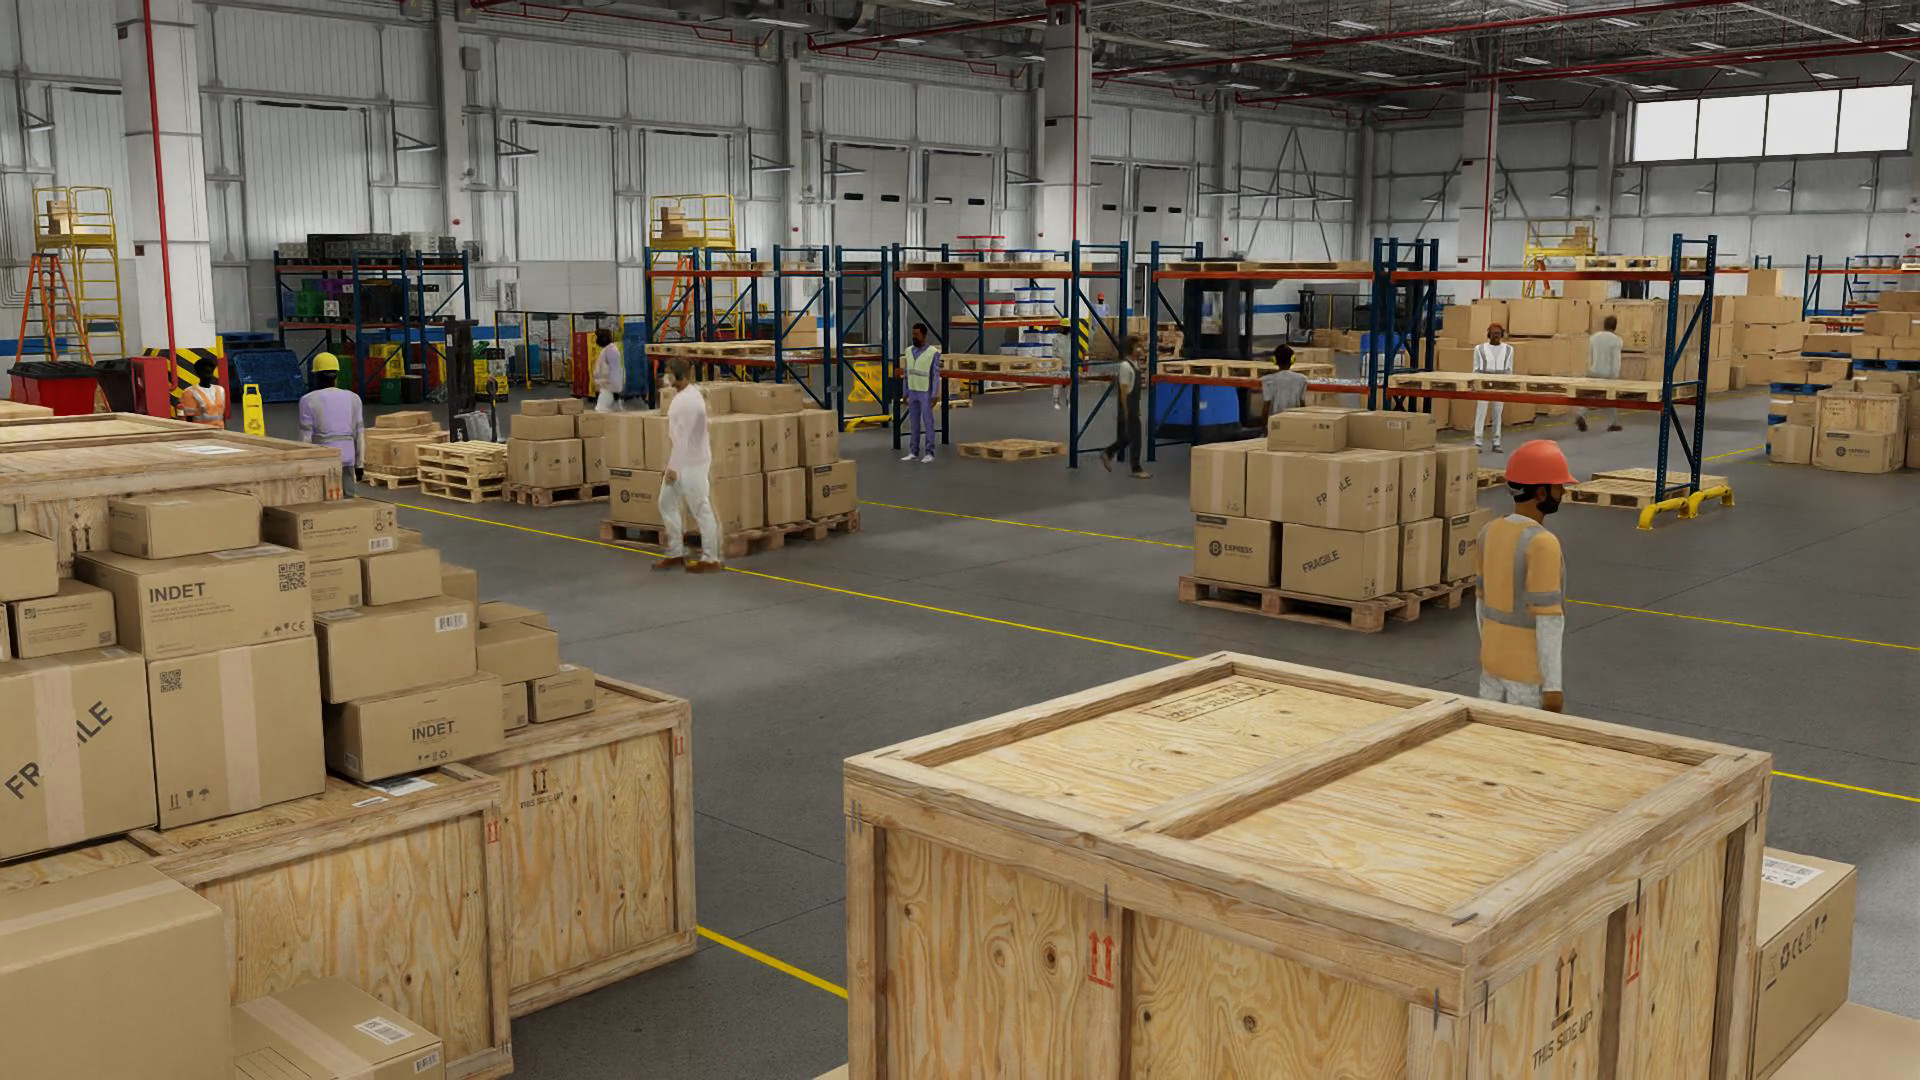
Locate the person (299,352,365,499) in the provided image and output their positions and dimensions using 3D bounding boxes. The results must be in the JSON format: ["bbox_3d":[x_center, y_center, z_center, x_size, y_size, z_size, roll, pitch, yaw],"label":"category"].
[{"bbox_3d":[-5.576,-0.698,14.769,0.400,1.922,0.593,7,12,38],"label":"person"}]

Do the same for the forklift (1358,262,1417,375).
[{"bbox_3d":[10.645,-5.409,40.711,1.129,2.768,1.873,7,11,36],"label":"forklift"}]

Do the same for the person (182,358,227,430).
[{"bbox_3d":[-8.188,-1.133,18.097,0.322,1.699,0.536,4,10,25],"label":"person"}]

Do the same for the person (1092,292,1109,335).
[{"bbox_3d":[4.344,-6.691,51.486,0.544,1.930,0.389,1,9,5],"label":"person"}]

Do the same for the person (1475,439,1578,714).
[{"bbox_3d":[2.422,0.536,7.134,0.361,1.940,0.543,-2,9,-13],"label":"person"}]

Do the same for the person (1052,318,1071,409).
[{"bbox_3d":[1.978,-3.335,31.499,0.486,1.738,0.320,-2,9,-13],"label":"person"}]

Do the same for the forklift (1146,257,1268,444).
[{"bbox_3d":[3.840,-2.955,25.660,1.129,2.768,1.873,9,13,43],"label":"forklift"}]

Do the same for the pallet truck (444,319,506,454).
[{"bbox_3d":[-6.981,-1.942,22.150,1.885,1.965,0.823,1,9,9],"label":"pallet truck"}]

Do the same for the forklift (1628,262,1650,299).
[{"bbox_3d":[18.411,-6.160,45.311,1.873,2.768,1.129,3,10,17],"label":"forklift"}]

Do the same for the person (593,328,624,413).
[{"bbox_3d":[-5.237,-2.203,24.371,0.959,1.789,0.657,-3,10,-17],"label":"person"}]

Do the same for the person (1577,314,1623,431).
[{"bbox_3d":[10.504,-2.714,27.182,0.717,1.949,0.657,-6,11,-34],"label":"person"}]

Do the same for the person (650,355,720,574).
[{"bbox_3d":[-2.441,-0.636,14.430,0.743,1.909,0.650,-4,10,-21],"label":"person"}]

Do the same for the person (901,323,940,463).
[{"bbox_3d":[-0.534,-2.024,22.896,0.591,1.920,0.393,7,11,36],"label":"person"}]

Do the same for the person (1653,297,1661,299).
[{"bbox_3d":[18.257,-5.409,43.614,0.628,1.932,0.360,-6,11,-33],"label":"person"}]

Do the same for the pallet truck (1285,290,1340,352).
[{"bbox_3d":[11.297,-6.951,52.861,1.885,1.965,0.823,-5,11,-29],"label":"pallet truck"}]

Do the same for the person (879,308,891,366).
[{"bbox_3d":[-1.988,-5.345,44.141,0.314,1.634,0.515,1,9,6],"label":"person"}]

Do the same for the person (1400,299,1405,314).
[{"bbox_3d":[11.302,-5.132,41.996,0.829,1.910,0.550,-2,9,-12],"label":"person"}]

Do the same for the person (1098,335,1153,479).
[{"bbox_3d":[2.128,-1.690,21.134,0.655,1.827,0.535,2,10,14],"label":"person"}]

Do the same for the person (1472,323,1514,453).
[{"bbox_3d":[7.684,-2.189,24.019,0.573,1.883,0.356,1,9,3],"label":"person"}]

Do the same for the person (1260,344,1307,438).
[{"bbox_3d":[3.427,-1.147,17.692,0.521,1.864,0.335,-1,9,-6],"label":"person"}]
